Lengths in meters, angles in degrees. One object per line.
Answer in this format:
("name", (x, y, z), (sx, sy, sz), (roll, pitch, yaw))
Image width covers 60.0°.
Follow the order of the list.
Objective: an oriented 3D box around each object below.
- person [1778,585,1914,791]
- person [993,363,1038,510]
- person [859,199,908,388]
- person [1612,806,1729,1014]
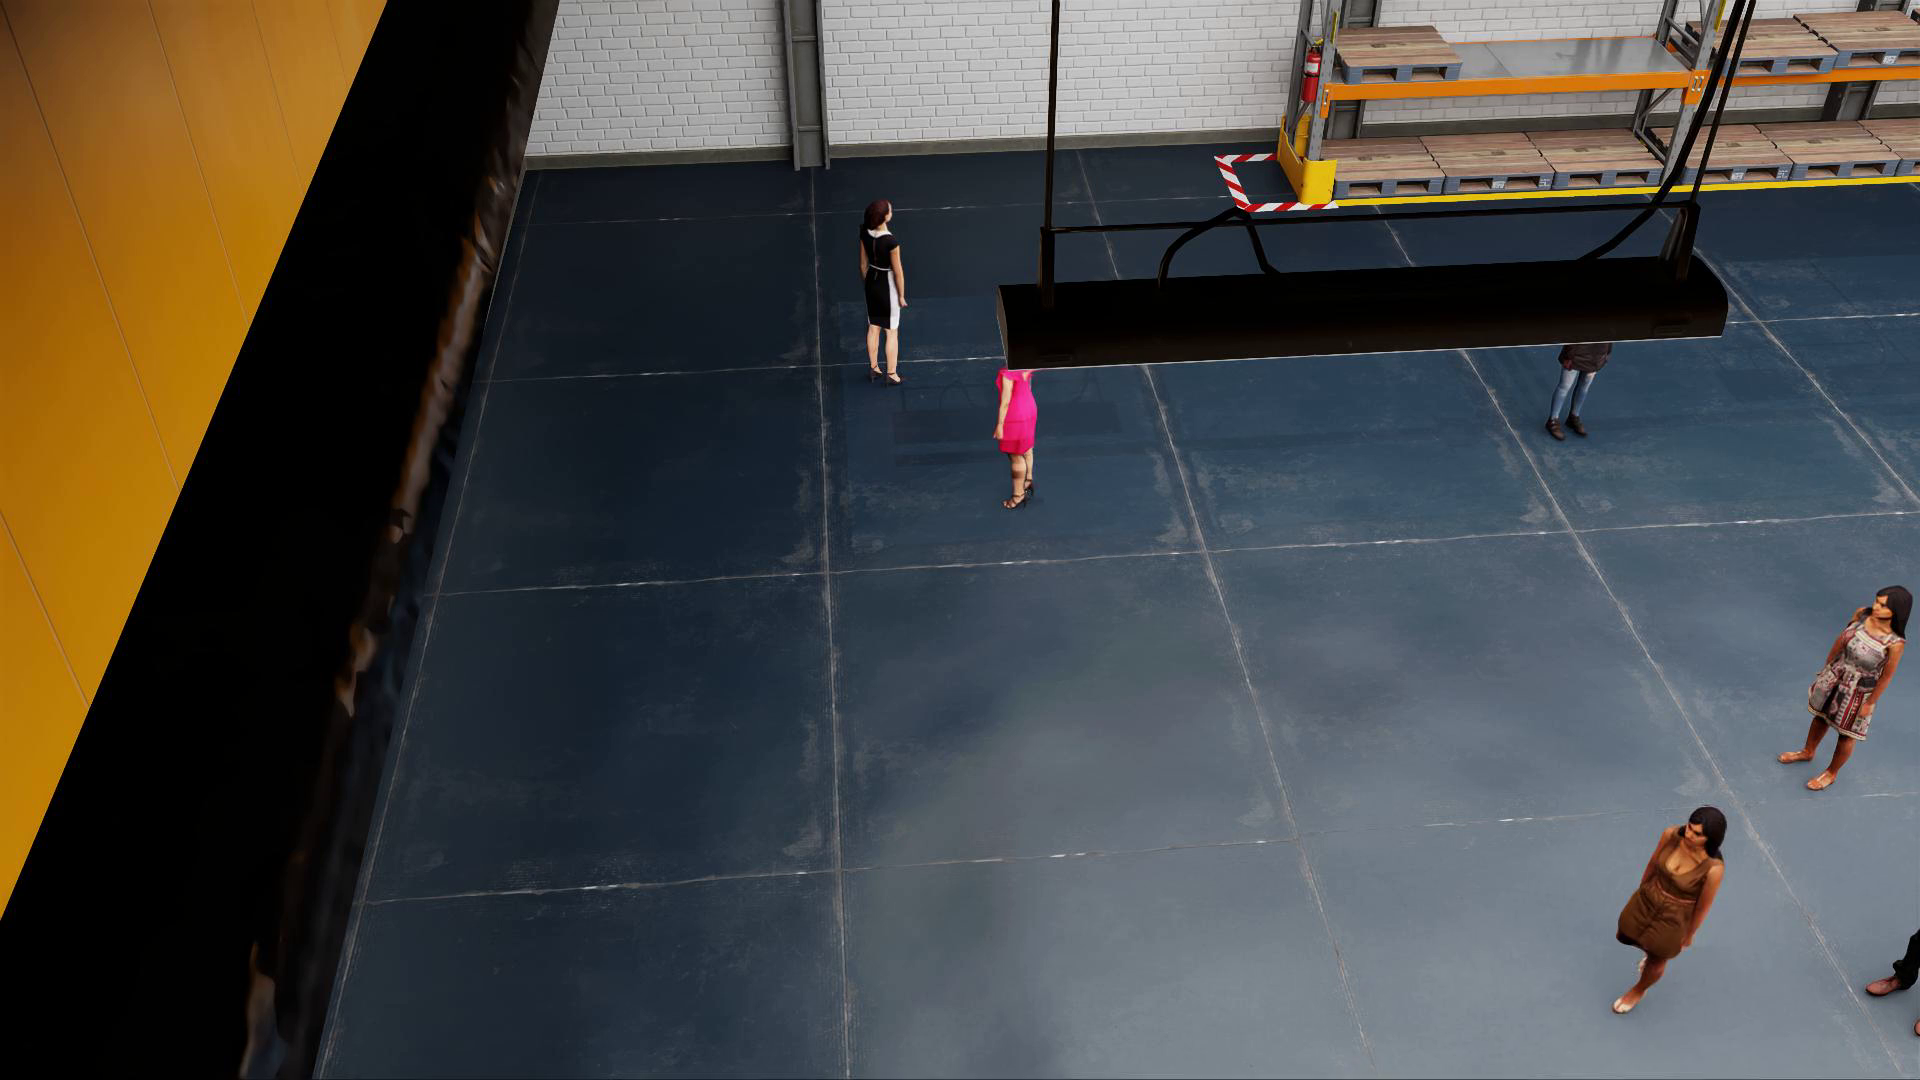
("person", (5.822, 0.935, 10.831), (0.617, 1.645, 0.699), (-12, 40, -15))
("person", (0.483, -0.979, 13.168), (0.708, 1.722, 0.684), (19, 42, 22))
("person", (-0.680, -2.161, 14.588), (0.635, 1.795, 0.714), (24, 44, 27))
("person", (4.049, 2.063, 9.390), (0.805, 1.682, 0.718), (-18, 42, -22))
